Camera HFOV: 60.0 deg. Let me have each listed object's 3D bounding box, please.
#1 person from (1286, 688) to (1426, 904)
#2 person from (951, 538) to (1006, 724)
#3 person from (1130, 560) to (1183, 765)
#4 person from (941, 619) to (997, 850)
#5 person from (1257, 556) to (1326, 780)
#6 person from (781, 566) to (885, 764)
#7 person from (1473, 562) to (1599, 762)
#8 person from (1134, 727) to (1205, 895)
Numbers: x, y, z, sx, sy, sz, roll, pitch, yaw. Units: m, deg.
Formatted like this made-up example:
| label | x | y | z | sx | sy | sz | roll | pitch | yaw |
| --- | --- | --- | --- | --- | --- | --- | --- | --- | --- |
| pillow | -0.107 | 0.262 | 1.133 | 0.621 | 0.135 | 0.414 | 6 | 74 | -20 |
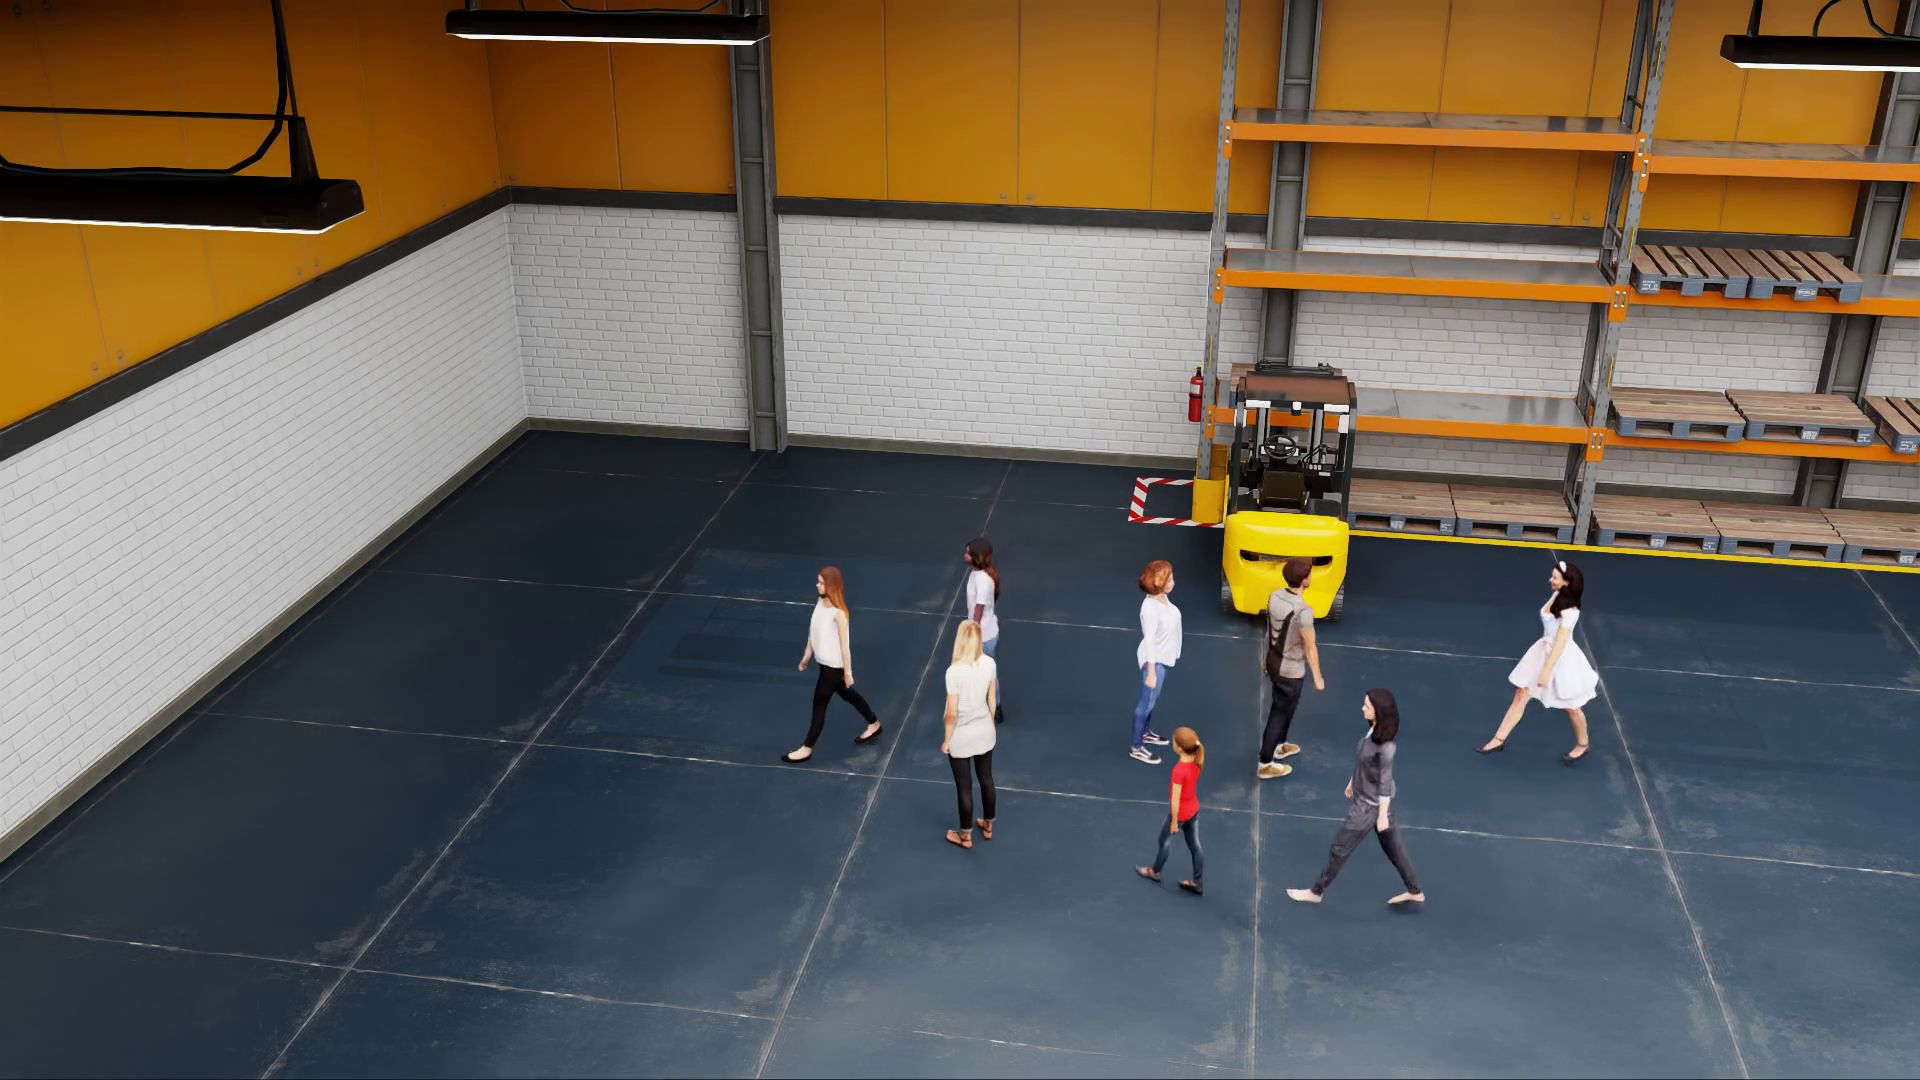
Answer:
| label | x | y | z | sx | sy | sz | roll | pitch | yaw |
| --- | --- | --- | --- | --- | --- | --- | --- | --- | --- |
| person | 2.935 | 1.834 | 11.454 | 1.170 | 1.708 | 0.621 | 4 | 24 | 8 |
| person | 0.257 | 0.778 | 13.871 | 0.776 | 1.707 | 0.703 | -5 | 24 | -12 |
| person | 1.560 | 0.948 | 13.476 | 0.639 | 1.711 | 0.681 | 8 | 25 | 18 |
| person | 0.082 | 1.427 | 12.240 | 0.683 | 1.825 | 0.747 | -15 | 28 | -31 |
| person | 2.493 | 1.031 | 13.082 | 0.907 | 1.876 | 0.844 | -8 | 25 | -17 |
| person | -0.946 | 0.987 | 13.430 | 1.200 | 1.678 | 0.971 | -9 | 25 | -20 |
| person | 4.813 | 1.043 | 13.204 | 1.202 | 1.755 | 0.731 | 1 | 24 | 2 |
| person | 1.634 | 1.941 | 11.728 | 0.833 | 1.292 | 0.714 | 18 | 29 | 35 |
